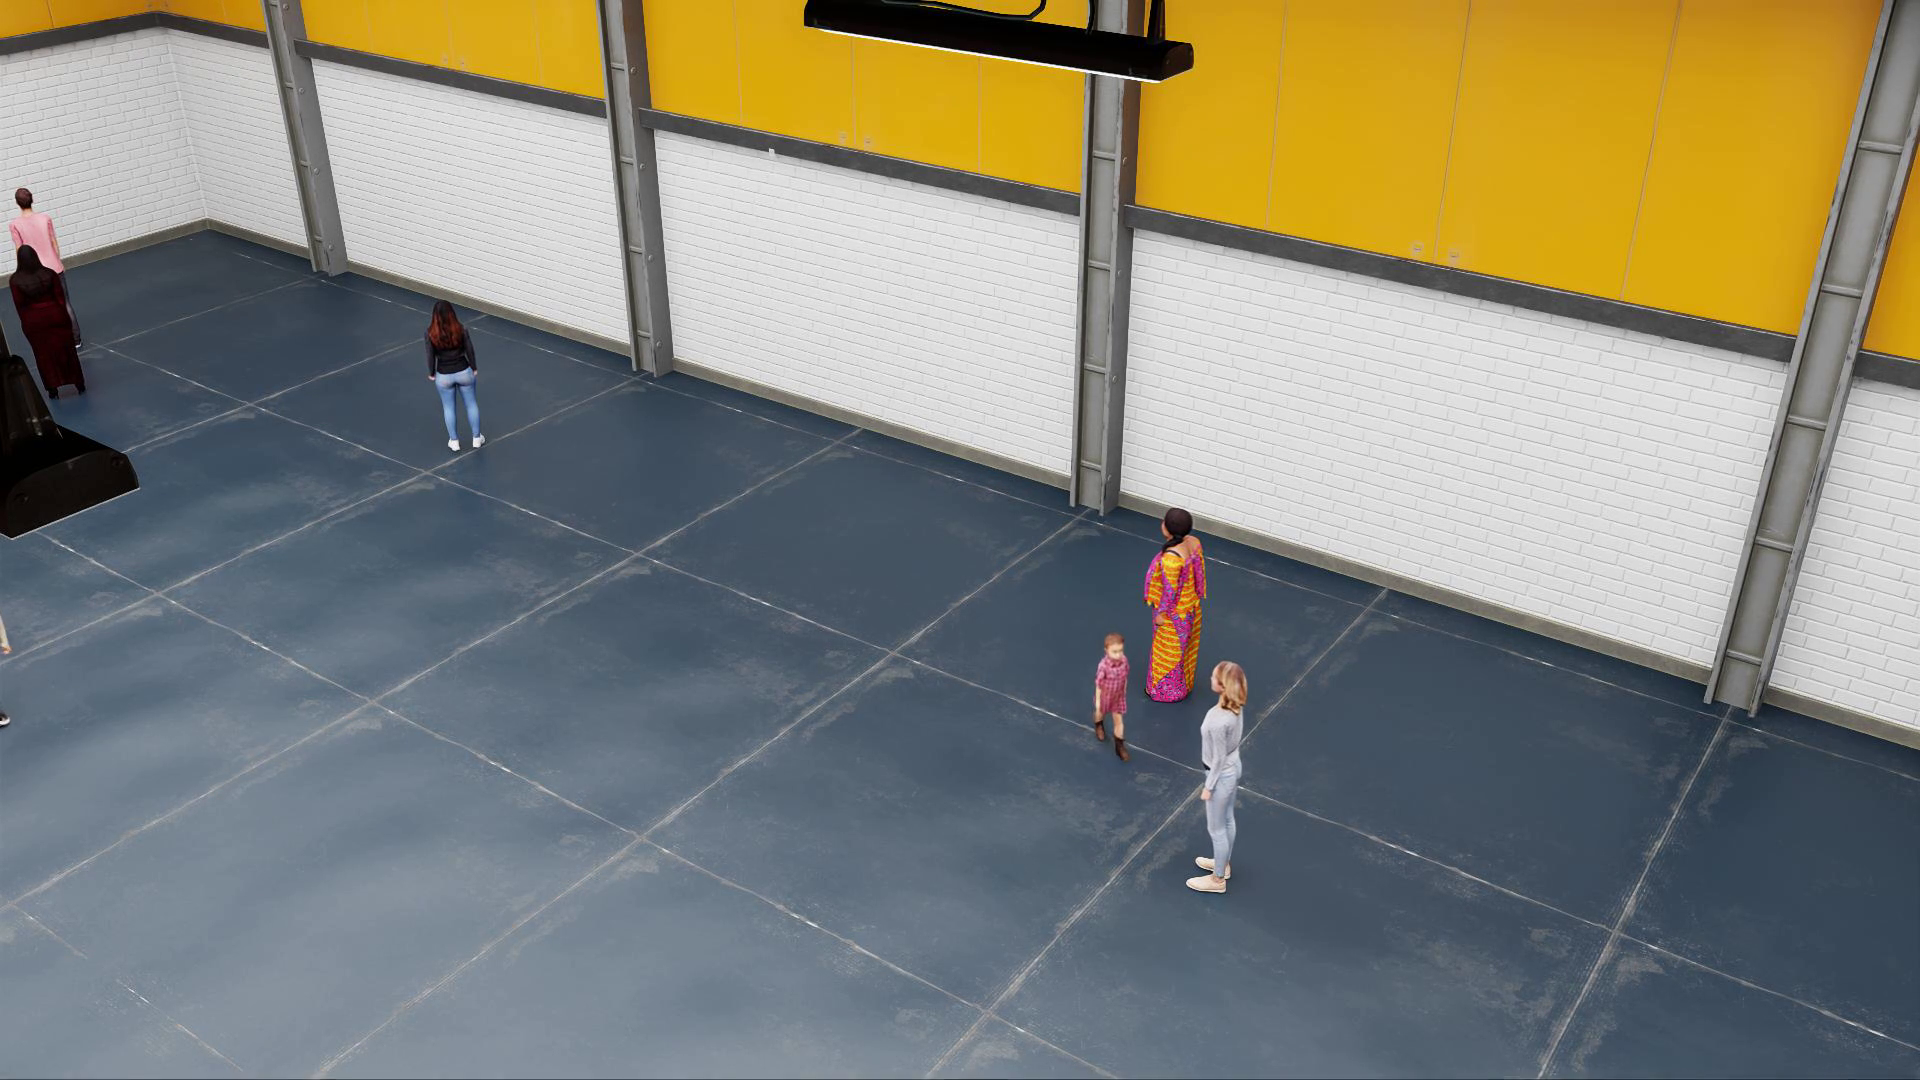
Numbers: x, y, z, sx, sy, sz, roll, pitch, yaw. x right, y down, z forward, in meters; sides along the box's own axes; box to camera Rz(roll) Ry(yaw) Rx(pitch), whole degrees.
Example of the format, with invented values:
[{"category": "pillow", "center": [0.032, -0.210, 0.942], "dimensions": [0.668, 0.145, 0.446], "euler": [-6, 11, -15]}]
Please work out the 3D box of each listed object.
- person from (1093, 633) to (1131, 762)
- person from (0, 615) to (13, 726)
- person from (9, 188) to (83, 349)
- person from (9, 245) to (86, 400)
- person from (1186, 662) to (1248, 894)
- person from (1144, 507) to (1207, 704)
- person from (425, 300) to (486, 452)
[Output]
[{"category": "person", "center": [1.136, 1.130, 12.671], "dimensions": [0.676, 1.009, 0.789], "euler": [-9, 30, -17]}, {"category": "person", "center": [-7.612, 0.806, 12.811], "dimensions": [0.543, 1.444, 0.561], "euler": [24, 37, 37]}, {"category": "person", "center": [-10.783, -3.177, 19.576], "dimensions": [0.660, 1.958, 0.611], "euler": [-25, 37, -37]}, {"category": "person", "center": [-10.103, -2.414, 18.387], "dimensions": [0.744, 1.757, 0.728], "euler": [-18, 33, -29]}, {"category": "person", "center": [1.739, 1.572, 11.040], "dimensions": [0.554, 1.796, 0.620], "euler": [13, 31, 22]}, {"category": "person", "center": [1.675, 0.479, 13.163], "dimensions": [0.660, 1.682, 0.658], "euler": [16, 32, 26]}, {"category": "person", "center": [-5.240, -1.718, 17.240], "dimensions": [0.723, 1.634, 0.757], "euler": [-9, 30, -15]}]
